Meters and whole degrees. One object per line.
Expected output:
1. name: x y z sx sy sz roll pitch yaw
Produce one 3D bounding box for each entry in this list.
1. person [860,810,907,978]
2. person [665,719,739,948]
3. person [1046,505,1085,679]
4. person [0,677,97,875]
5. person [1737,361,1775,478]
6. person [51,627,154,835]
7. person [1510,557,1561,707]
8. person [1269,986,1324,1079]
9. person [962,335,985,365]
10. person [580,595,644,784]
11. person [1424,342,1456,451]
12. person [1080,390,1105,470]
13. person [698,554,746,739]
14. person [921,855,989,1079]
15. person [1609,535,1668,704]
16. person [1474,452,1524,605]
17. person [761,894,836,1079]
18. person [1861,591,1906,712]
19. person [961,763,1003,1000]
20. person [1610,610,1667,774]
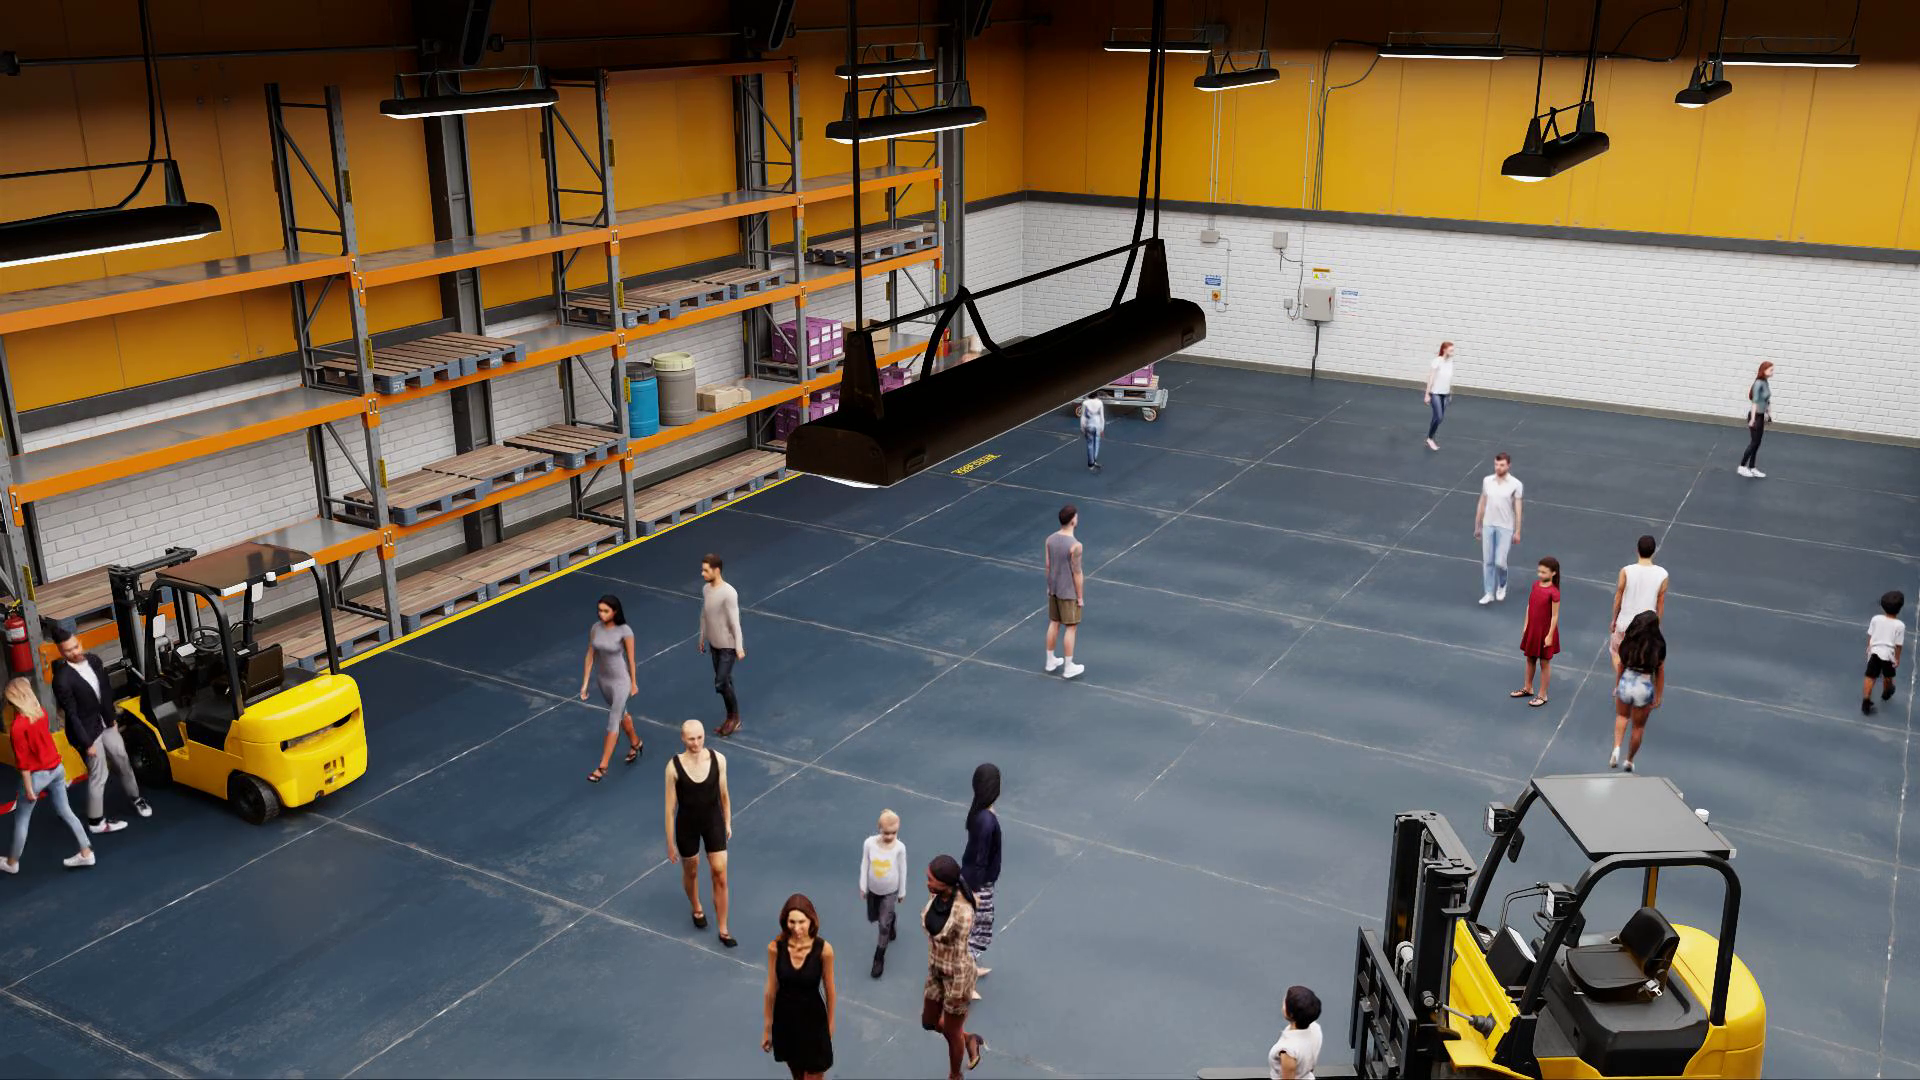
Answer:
1. person: -0.564 2.563 12.376 0.648 1.258 0.877 5 19 13
2. person: -2.014 2.173 12.708 1.057 1.787 1.072 -8 20 -23
3. person: 1.088 0.520 17.338 0.674 1.841 0.645 17 25 41
4. person: -7.414 1.944 13.600 0.992 1.650 1.057 0 19 0
5. person: 11.726 -1.793 24.553 0.711 1.742 0.618 16 24 39
6. person: -7.487 1.616 14.162 0.998 1.913 0.820 -1 19 -3
7. person: 5.894 0.897 16.855 0.726 1.556 0.666 -10 21 -27
8. person: 1.956 3.292 9.744 0.638 1.556 0.489 14 23 35
9. person: 0.205 -2.359 26.334 0.615 1.678 1.110 10 21 27
10. person: -3.126 1.312 15.339 0.626 1.738 1.098 9 21 25
11. person: 7.415 -2.262 25.988 0.713 1.716 0.784 -11 21 -29
12. person: 1.996 -1.680 25.009 0.730 1.238 0.850 -2 19 -5
13. person: -2.221 0.996 16.105 0.738 1.849 0.682 17 25 41
14. person: 0.012 2.821 10.788 0.823 1.782 0.738 -14 23 -35
15. person: 6.771 0.846 16.668 0.821 1.773 0.952 3 19 9
16. person: 6.348 -0.149 19.513 0.746 1.843 0.745 16 24 38
17. person: -0.964 2.972 10.274 0.680 1.825 0.723 3 19 8
18. person: 9.218 1.142 16.652 0.913 1.223 0.653 -17 25 -41
19. person: 0.103 2.469 11.977 0.895 1.692 0.758 3 19 8
20. person: 6.137 1.433 15.178 0.621 1.613 0.686 15 23 37
